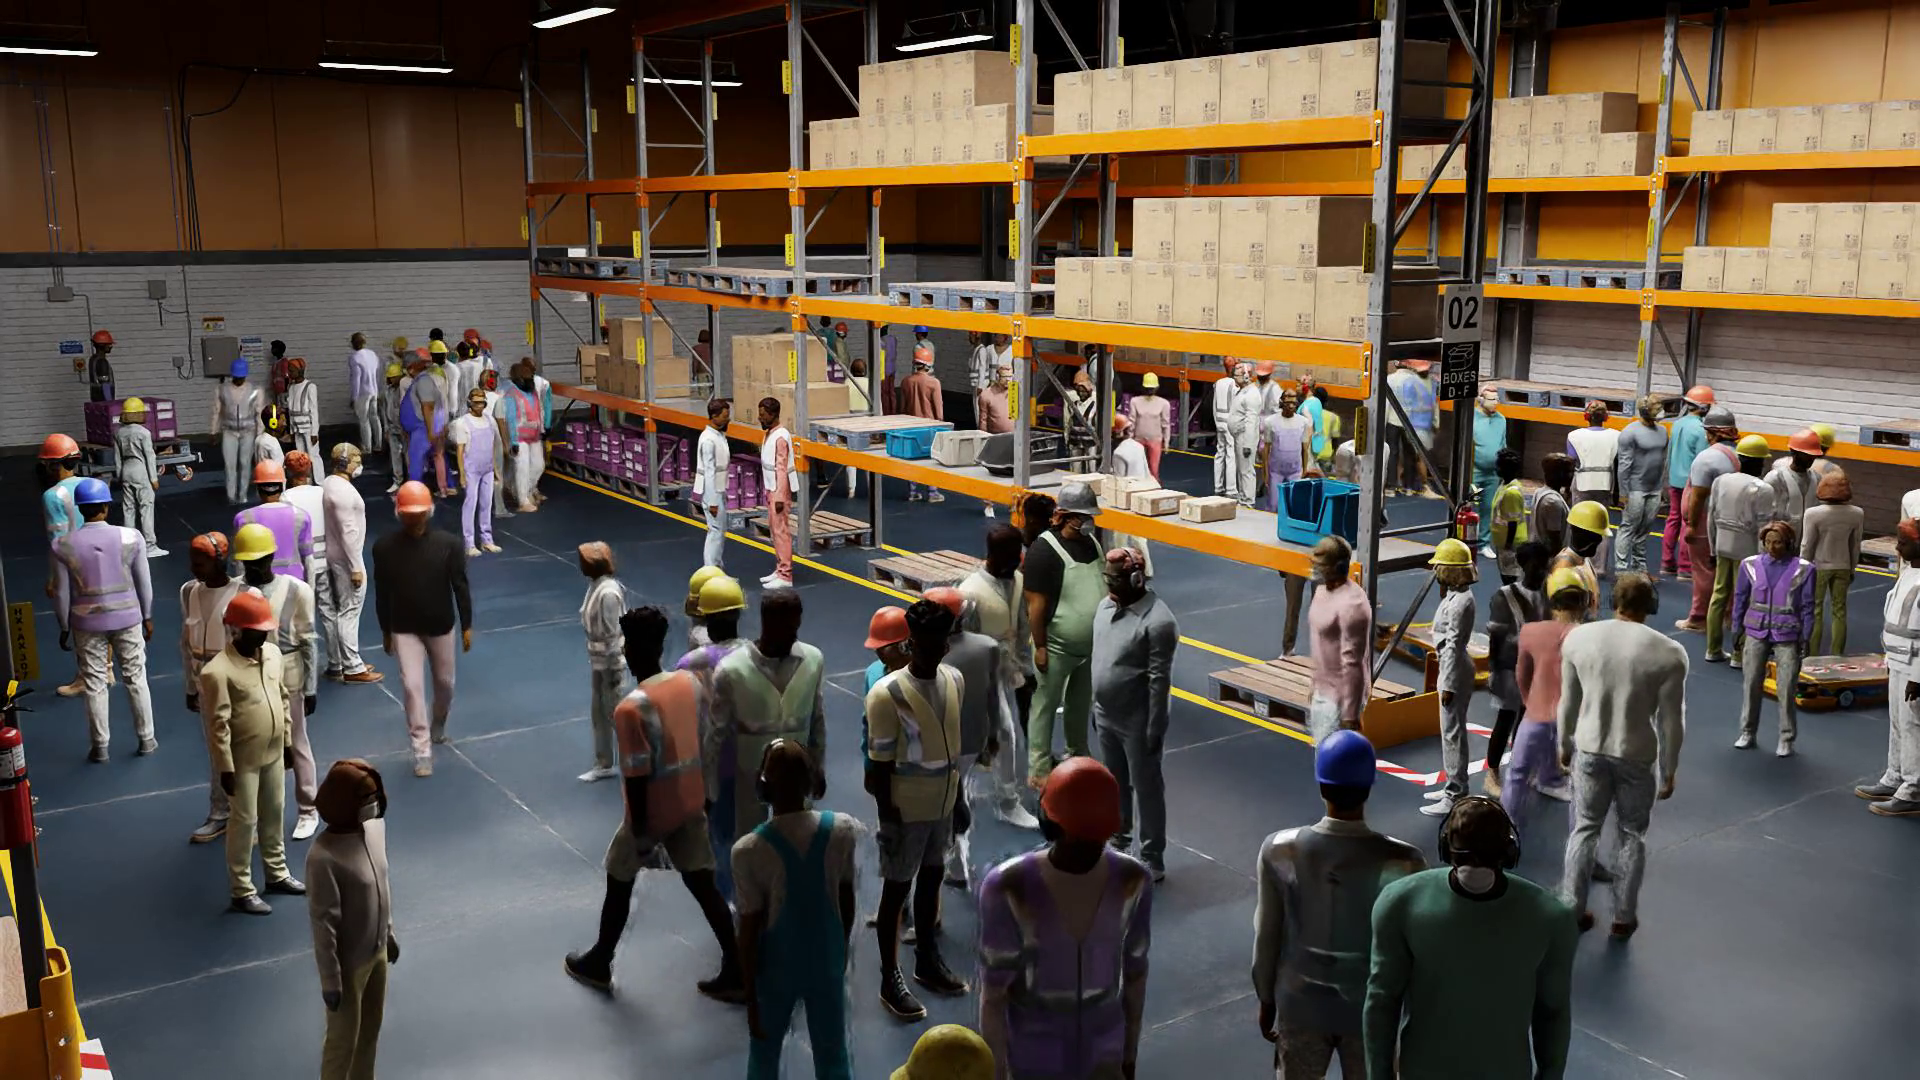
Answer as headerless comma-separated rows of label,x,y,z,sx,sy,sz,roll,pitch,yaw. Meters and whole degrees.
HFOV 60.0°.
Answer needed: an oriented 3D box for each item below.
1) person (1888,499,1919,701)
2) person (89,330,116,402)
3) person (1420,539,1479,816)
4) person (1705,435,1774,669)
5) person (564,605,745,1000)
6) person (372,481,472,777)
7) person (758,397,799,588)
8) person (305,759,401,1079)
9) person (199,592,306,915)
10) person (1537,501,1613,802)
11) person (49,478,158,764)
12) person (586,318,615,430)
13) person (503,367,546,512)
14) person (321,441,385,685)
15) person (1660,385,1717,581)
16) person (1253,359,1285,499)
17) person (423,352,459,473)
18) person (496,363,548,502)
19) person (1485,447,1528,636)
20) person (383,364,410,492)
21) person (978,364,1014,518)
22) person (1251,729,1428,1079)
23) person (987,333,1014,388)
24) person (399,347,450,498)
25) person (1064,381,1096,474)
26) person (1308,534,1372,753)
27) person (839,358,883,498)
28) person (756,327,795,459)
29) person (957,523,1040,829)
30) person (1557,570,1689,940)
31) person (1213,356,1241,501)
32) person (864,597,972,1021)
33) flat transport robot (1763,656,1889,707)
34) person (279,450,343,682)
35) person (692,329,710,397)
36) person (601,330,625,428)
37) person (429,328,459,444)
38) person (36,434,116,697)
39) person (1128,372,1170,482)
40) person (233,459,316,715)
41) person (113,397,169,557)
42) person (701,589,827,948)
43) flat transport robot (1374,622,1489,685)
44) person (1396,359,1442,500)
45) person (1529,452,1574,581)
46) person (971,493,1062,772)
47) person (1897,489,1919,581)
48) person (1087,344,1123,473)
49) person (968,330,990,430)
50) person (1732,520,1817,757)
person,7.310,0.348,12.453,0.399,1.897,0.652,-4,12,-20
person,-12.477,-2.041,24.309,0.403,2.037,0.606,-8,14,-37
person,3.034,0.847,10.308,0.329,1.734,0.480,3,11,14
person,6.411,0.093,13.668,0.388,1.927,0.589,-5,12,-23
person,-1.419,1.248,7.859,1.001,1.905,0.590,7,13,31
person,-3.620,0.545,11.257,0.617,1.972,0.856,-3,11,-14
person,-1.828,-0.479,16.661,0.410,1.908,0.598,-3,12,-17
person,-2.353,1.638,6.513,0.276,1.631,0.507,2,11,9
person,-3.749,1.124,8.873,0.354,1.741,0.568,3,12,16
person,3.910,0.694,10.615,0.381,1.918,0.584,6,12,26
person,-5.802,0.549,11.299,0.602,1.941,0.402,-6,13,-29
person,-6.012,-2.760,28.125,0.667,1.983,0.457,-2,11,-11
person,-5.472,-1.264,20.883,0.429,1.826,0.643,4,12,22
person,-4.857,0.182,13.197,0.371,1.934,0.627,-7,13,-30
person,7.455,-0.583,16.960,0.400,1.990,0.622,-2,11,-9
person,4.117,-1.497,22.024,0.899,1.866,0.598,-5,12,-23
person,-7.485,-1.910,24.045,0.656,1.876,0.821,5,12,24
person,-5.758,-1.421,21.767,0.948,1.806,0.632,7,13,32
person,4.815,0.024,14.622,0.320,1.694,0.560,2,11,12
person,-7.506,-1.484,22.242,0.486,1.737,0.323,5,12,23
person,0.543,-1.212,20.438,0.642,1.899,0.394,-3,11,-14
person,1.329,1.617,5.843,0.605,1.939,0.418,4,12,22
person,0.693,-2.630,27.833,0.563,1.837,0.394,4,12,19
person,-7.022,-1.532,21.847,0.615,1.984,0.408,-3,11,-15
person,1.560,-1.196,21.026,0.513,1.632,0.312,5,12,26
person,2.156,0.902,9.541,0.375,1.925,0.708,-1,11,-3
person,-1.311,-1.458,21.823,0.619,1.845,0.430,1,11,5
person,-2.767,-2.262,25.427,0.729,2.000,0.692,9,14,37
person,0.115,0.795,10.216,0.892,1.883,0.603,7,13,30
person,3.354,1.110,8.518,0.634,1.910,0.539,8,14,35
person,3.518,-1.449,21.673,0.352,1.883,0.579,-6,12,-27
person,-0.180,1.232,7.768,0.372,1.954,0.601,10,15,41
flat transport robot,6.935,1.074,12.896,1.431,0.197,0.652,-2,11,-11
person,-5.138,0.230,13.081,0.356,1.881,0.575,9,14,39
person,-4.646,-3.027,30.388,0.507,1.631,0.281,-4,12,-22
person,-5.692,-2.500,27.155,0.527,1.841,0.628,4,12,22
person,-8.400,-2.466,26.838,0.615,1.889,0.729,7,13,34
person,-6.846,0.196,12.838,0.380,2.045,0.605,1,11,6
person,2.378,-1.243,20.934,0.548,1.750,0.392,3,11,15
person,-5.054,0.364,12.301,0.551,1.923,0.390,-7,13,-31
person,-8.938,-0.681,18.100,0.492,1.742,0.323,3,11,15
person,-0.952,1.177,8.189,0.717,1.898,0.559,-7,13,-31
flat transport robot,4.090,0.908,13.748,0.652,0.197,1.431,-4,12,-19
person,5.962,-1.523,21.821,0.657,1.983,0.779,-9,14,-37
person,4.699,0.216,13.247,0.345,1.846,0.508,0,11,2
person,0.436,0.643,10.900,0.963,1.901,0.668,4,12,21
person,7.708,0.242,13.147,0.565,1.836,0.380,10,15,42
person,2.087,-1.995,24.062,0.535,2.000,0.681,-1,11,-5
person,0.293,-2.558,27.371,0.371,1.878,0.588,-2,11,-11
person,5.610,0.667,11.495,0.526,1.632,0.312,9,14,38
